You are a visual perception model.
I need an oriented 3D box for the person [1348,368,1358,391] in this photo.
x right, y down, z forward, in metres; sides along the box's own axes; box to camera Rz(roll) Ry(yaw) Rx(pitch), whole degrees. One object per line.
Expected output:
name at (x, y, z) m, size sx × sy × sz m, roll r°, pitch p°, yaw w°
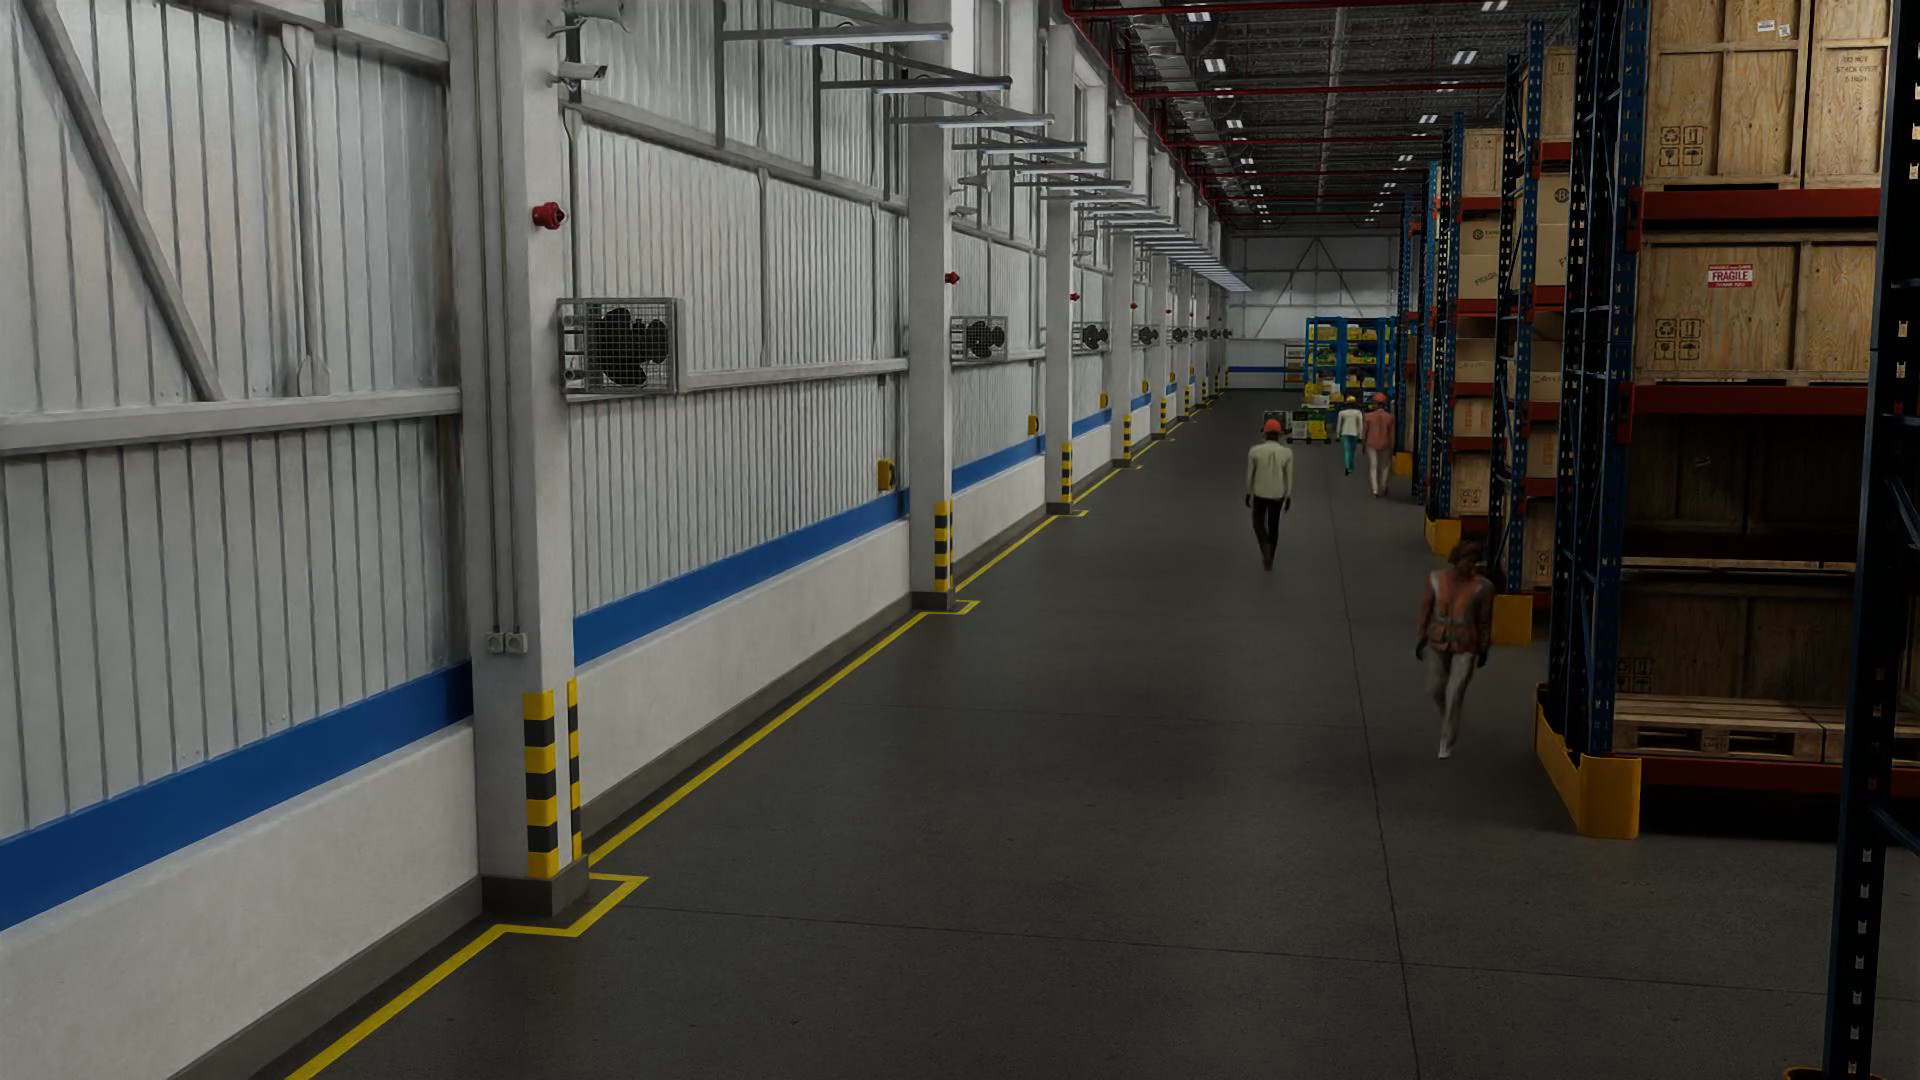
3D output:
person at (14.174, -5.308, 60.089) m, size 0.777 × 1.826 × 0.577 m, roll 1°, pitch 7°, yaw 6°

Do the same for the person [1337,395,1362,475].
person at (8.481, -2.280, 36.204) m, size 0.529 × 1.736 × 0.843 m, roll 1°, pitch 7°, yaw 9°

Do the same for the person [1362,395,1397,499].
person at (7.854, -1.750, 31.177) m, size 0.623 × 1.935 × 1.051 m, roll 2°, pitch 7°, yaw 15°

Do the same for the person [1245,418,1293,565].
person at (4.084, -0.617, 21.916) m, size 0.629 × 1.981 × 0.673 m, roll 0°, pitch 7°, yaw 0°

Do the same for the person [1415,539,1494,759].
person at (3.648, 0.772, 12.228) m, size 0.537 × 1.609 × 0.574 m, roll 4°, pitch 8°, yaw 31°
